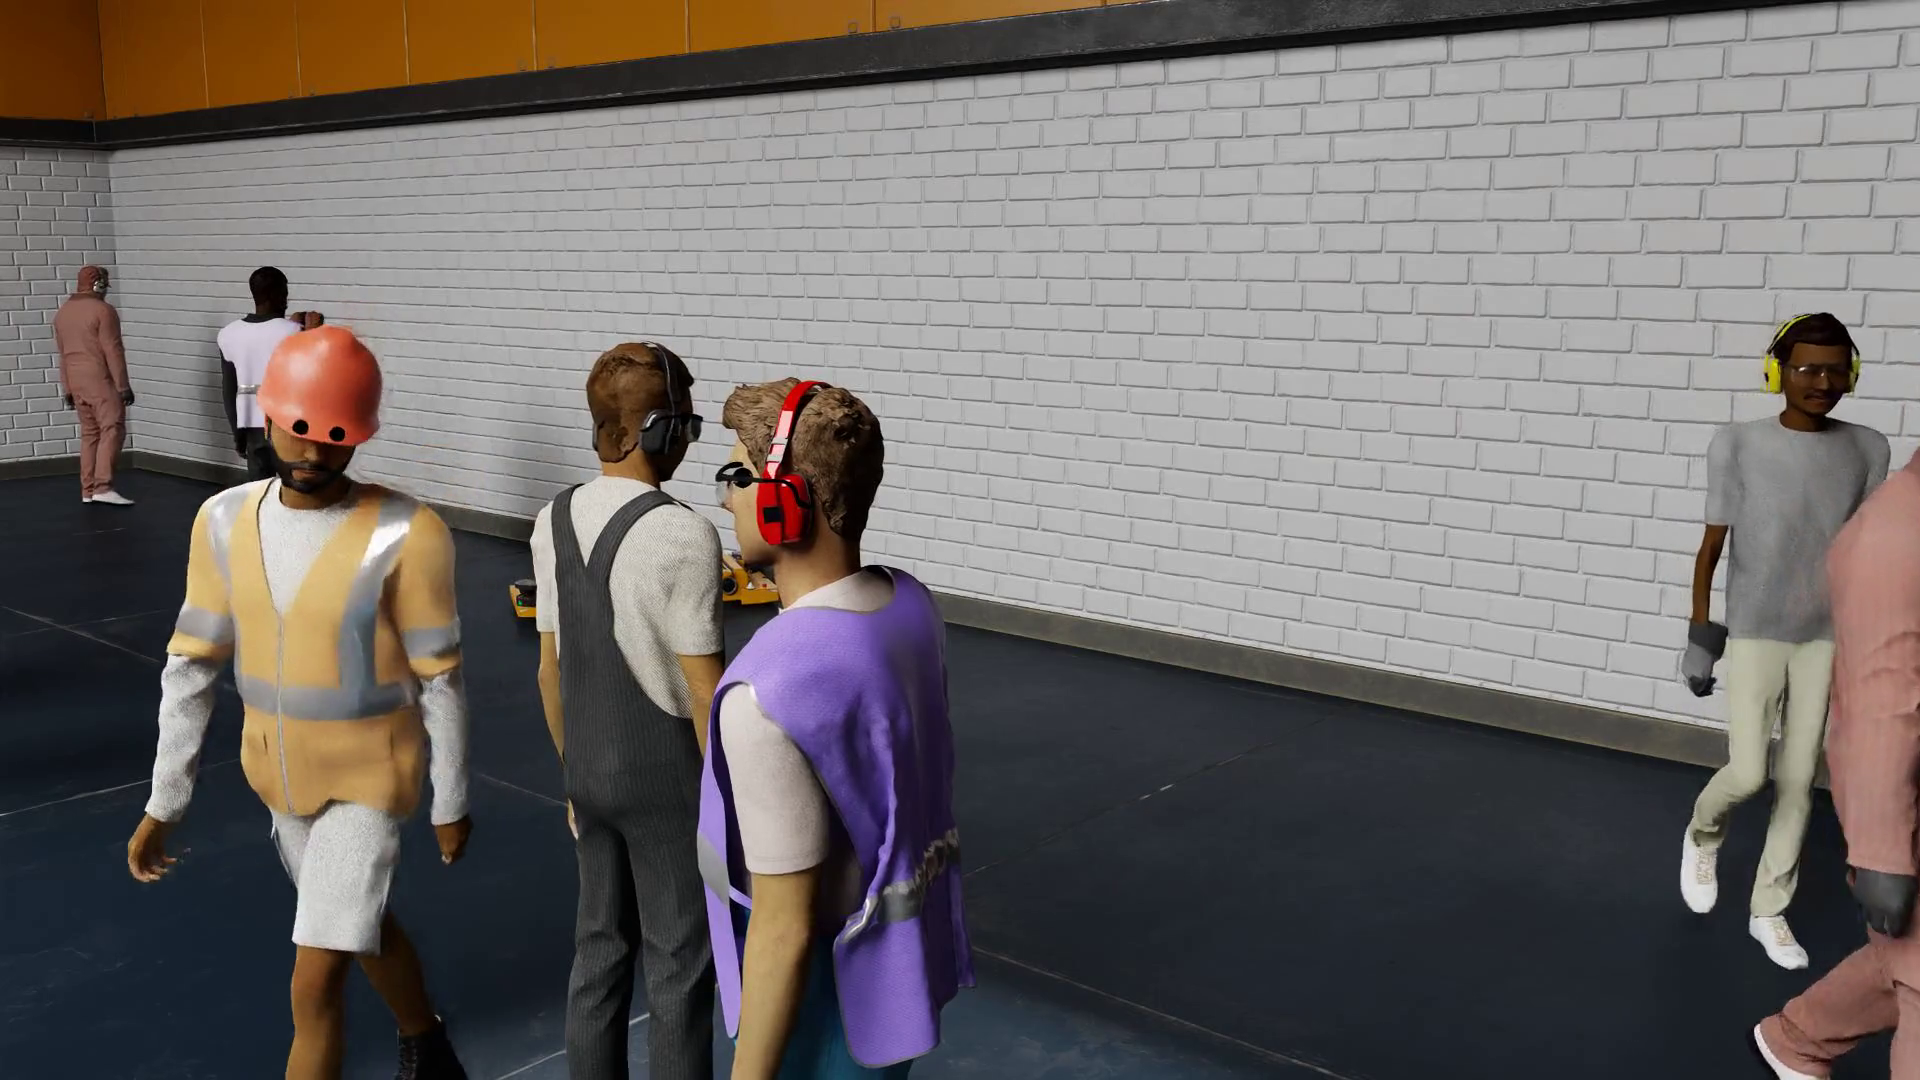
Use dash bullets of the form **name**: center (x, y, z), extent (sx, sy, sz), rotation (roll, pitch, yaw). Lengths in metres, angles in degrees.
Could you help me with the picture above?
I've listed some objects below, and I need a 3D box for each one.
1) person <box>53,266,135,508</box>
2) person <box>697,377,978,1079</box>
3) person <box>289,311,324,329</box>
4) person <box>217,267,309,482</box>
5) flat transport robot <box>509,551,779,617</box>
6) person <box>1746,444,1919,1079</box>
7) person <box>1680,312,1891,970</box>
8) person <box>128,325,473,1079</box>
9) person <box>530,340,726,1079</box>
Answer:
- **person**: center (-6.778, -1.186, 12.992), extent (0.800, 1.885, 0.529), rotation (6, 11, 29)
- **person**: center (-0.183, 0.691, 2.398), extent (0.389, 1.846, 0.567), rotation (3, 10, 16)
- **person**: center (-4.004, -0.591, 10.284), extent (0.310, 1.642, 0.514), rotation (-3, 10, -16)
- **person**: center (-4.028, -0.637, 9.771), extent (0.587, 1.914, 0.390), rotation (2, 10, 10)
- **flat transport robot**: center (-1.803, 0.240, 9.448), extent (1.431, 0.197, 0.652), rotation (-3, 10, -19)
- **person**: center (1.901, 0.522, 3.327), extent (0.697, 1.882, 0.794), rotation (-6, 12, -31)
- **person**: center (2.352, 0.276, 4.763), extent (0.512, 1.855, 0.450), rotation (0, 10, 2)
- **person**: center (-1.297, 0.500, 3.422), extent (0.564, 1.874, 0.974), rotation (3, 10, 17)
- **person**: center (-0.632, 0.521, 3.390), extent (0.505, 1.841, 0.346), rotation (7, 12, 34)
